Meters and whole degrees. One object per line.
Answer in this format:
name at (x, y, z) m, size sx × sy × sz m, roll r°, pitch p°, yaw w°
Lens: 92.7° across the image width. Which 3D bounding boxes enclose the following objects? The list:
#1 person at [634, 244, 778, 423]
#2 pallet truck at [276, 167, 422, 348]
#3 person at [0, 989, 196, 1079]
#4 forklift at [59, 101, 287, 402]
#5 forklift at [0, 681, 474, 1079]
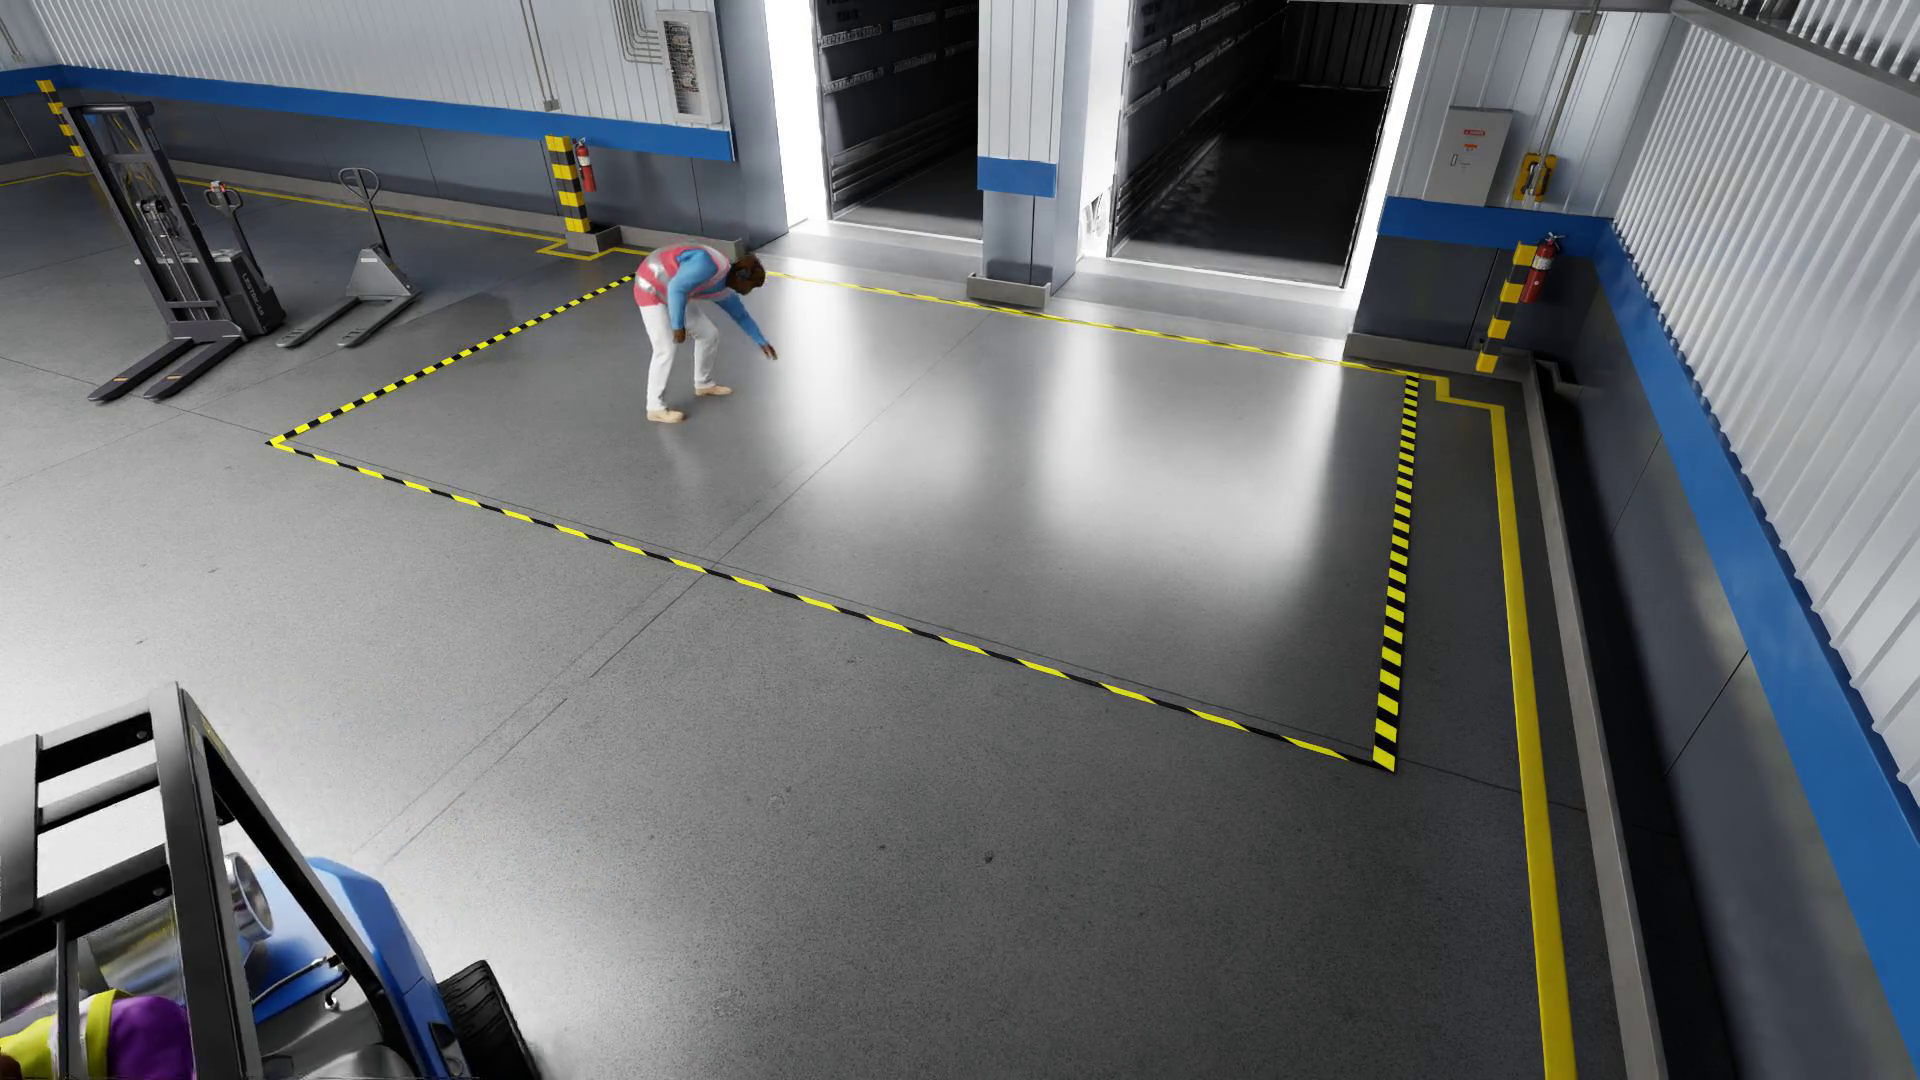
person at (-1.970, -1.615, 6.997) m, size 0.848 × 1.276 × 0.978 m, roll 13°, pitch 37°, yaw 18°
pallet truck at (-5.732, -2.611, 8.414) m, size 0.680 × 1.201 × 1.601 m, roll -1°, pitch 35°, yaw -1°
person at (-1.401, 1.365, 1.431) m, size 0.635 × 1.294 × 1.004 m, roll -25°, pitch 42°, yaw -31°
forklift at (-6.686, -2.387, 7.434) m, size 0.823 × 1.965 × 1.885 m, roll -3°, pitch 35°, yaw -5°
forklift at (-1.432, 1.489, 1.580) m, size 1.157 × 2.036 × 2.680 m, roll -25°, pitch 42°, yaw -31°
